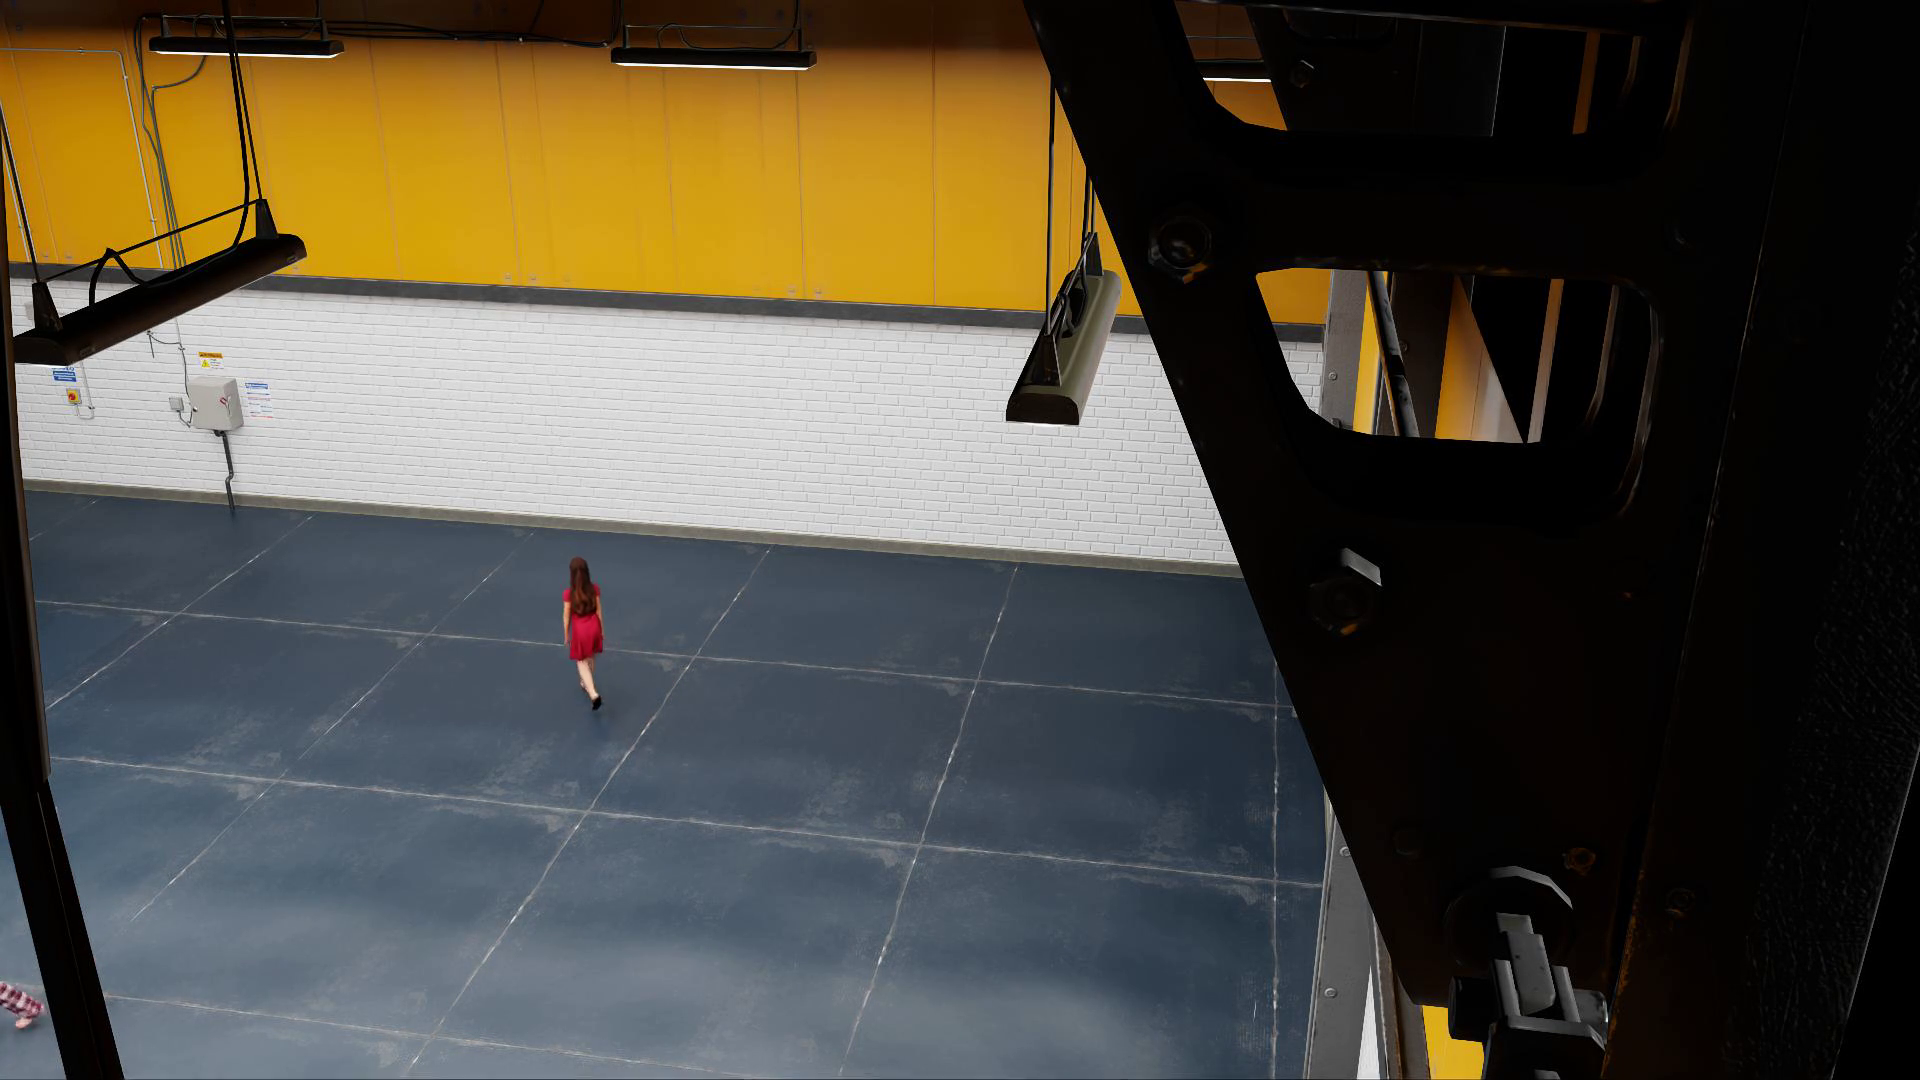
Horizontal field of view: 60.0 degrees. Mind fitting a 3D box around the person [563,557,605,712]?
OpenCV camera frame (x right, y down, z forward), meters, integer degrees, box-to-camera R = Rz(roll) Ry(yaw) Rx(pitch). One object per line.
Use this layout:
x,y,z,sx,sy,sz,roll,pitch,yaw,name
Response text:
-3.643,0.914,16.218,0.906,1.533,1.013,-13,27,-27,person
